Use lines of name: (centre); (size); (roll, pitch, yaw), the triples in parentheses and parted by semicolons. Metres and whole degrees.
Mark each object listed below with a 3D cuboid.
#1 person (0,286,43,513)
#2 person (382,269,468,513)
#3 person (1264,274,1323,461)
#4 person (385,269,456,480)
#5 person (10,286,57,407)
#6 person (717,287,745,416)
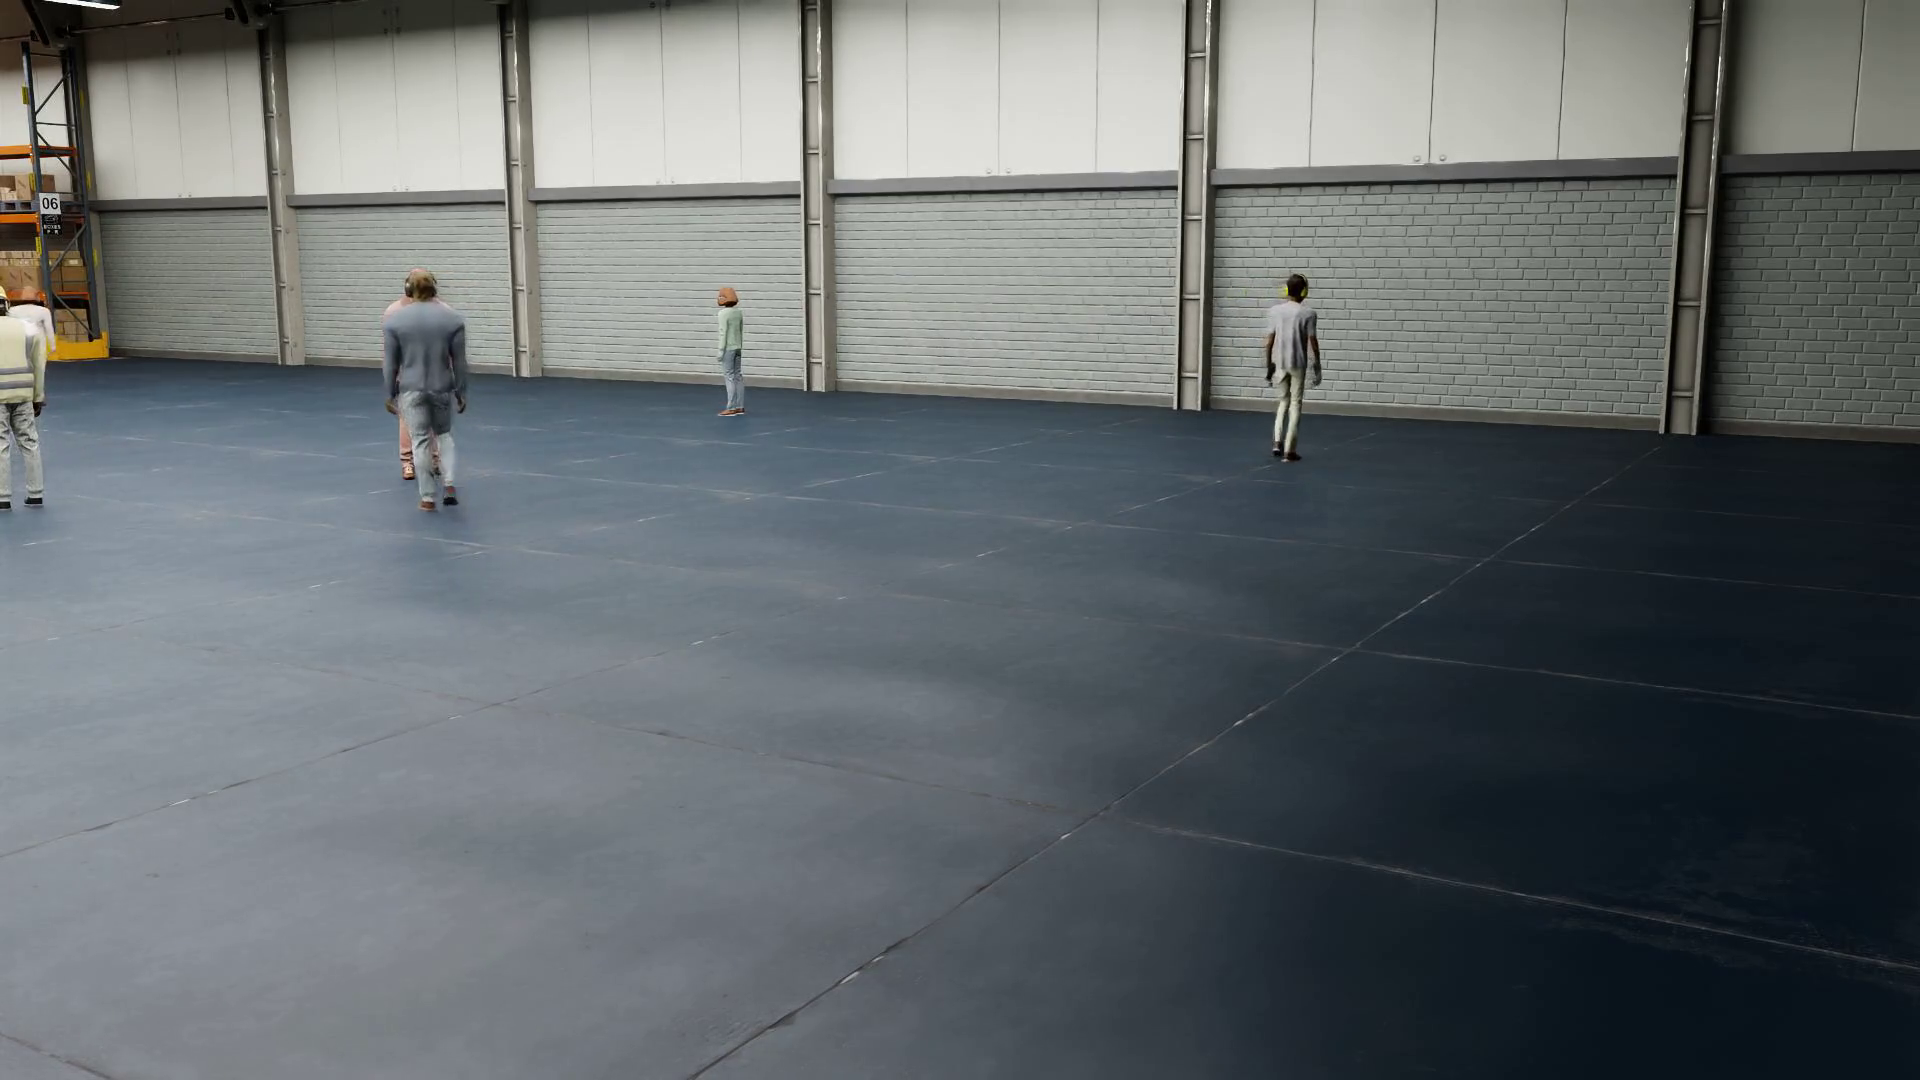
person: (-7.574, -1.126, 13.169); (0.403, 1.822, 0.589); (6, 12, 33)
person: (-4.232, -1.170, 13.154); (0.629, 1.924, 0.445); (-6, 11, -31)
person: (3.306, -1.699, 16.472); (0.538, 1.842, 0.476); (7, 12, 36)
person: (-4.884, -1.509, 15.168); (0.642, 1.909, 0.399); (-6, 12, -33)
person: (-12.447, -2.605, 22.399); (0.525, 1.618, 0.492); (-2, 10, -9)
person: (-2.924, -2.394, 21.144); (0.265, 1.632, 0.507); (4, 11, 24)
